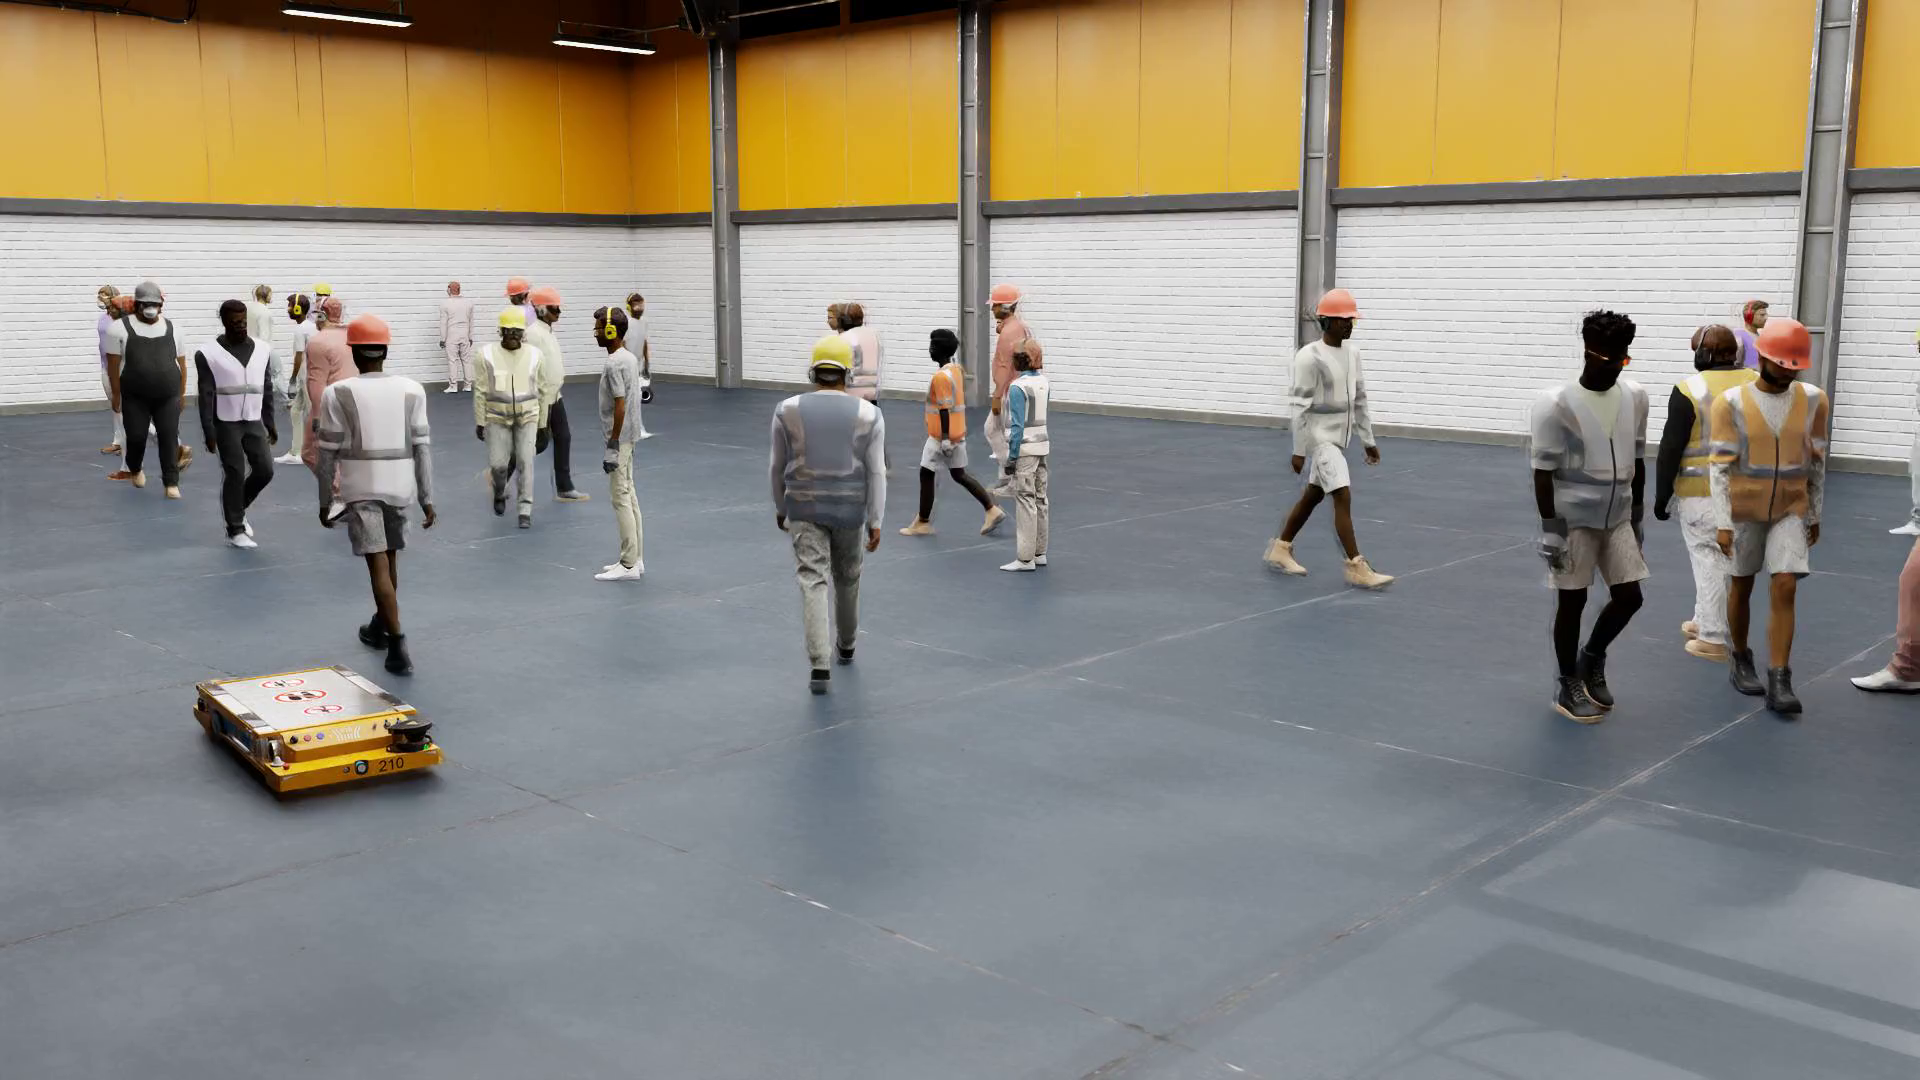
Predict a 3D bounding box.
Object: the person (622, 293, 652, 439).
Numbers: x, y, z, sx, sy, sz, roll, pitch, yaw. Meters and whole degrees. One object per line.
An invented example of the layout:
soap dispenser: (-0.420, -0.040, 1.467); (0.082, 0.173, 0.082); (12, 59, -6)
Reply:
person: (-4.047, -2.154, 20.726); (0.755, 1.817, 0.534); (4, 10, 22)

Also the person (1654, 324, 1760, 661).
person: (4.097, -0.276, 9.195); (0.647, 1.811, 0.770); (-2, 9, -11)

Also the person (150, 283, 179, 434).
person: (-10.246, -2.301, 21.223); (0.347, 1.942, 0.544); (-6, 11, -31)

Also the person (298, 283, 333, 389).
person: (-10.018, -3.067, 26.030); (0.596, 1.904, 0.681); (6, 11, 34)

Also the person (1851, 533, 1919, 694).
person: (4.777, -0.114, 7.998); (0.872, 1.872, 0.684); (2, 9, 11)

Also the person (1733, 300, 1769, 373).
person: (7.708, -1.395, 16.065); (0.907, 1.804, 0.594); (8, 12, 41)

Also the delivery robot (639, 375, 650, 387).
delivery robot: (-5.267, -2.469, 26.207); (0.707, 0.478, 0.477); (-5, 10, -27)

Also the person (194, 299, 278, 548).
person: (-5.507, -0.883, 12.673); (0.490, 1.895, 0.649); (6, 11, 32)

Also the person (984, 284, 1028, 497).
person: (0.387, -1.369, 15.394); (0.550, 1.974, 0.652); (1, 9, 6)

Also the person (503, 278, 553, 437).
person: (-5.306, -2.226, 20.578); (0.549, 2.015, 0.685); (3, 10, 19)

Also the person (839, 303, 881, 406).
person: (-1.058, -1.400, 16.212); (0.888, 1.809, 0.637); (5, 11, 29)

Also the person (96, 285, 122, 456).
person: (-9.595, -1.929, 18.947); (0.637, 1.938, 0.355); (7, 11, 35)

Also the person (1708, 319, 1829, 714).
person: (3.895, -0.115, 8.002); (0.565, 1.874, 0.893); (2, 9, 11)

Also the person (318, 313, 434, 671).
person: (-3.141, -0.268, 8.942); (0.562, 1.889, 0.986); (-7, 11, -35)

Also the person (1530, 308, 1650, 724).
person: (2.931, -0.097, 7.706); (0.642, 1.939, 0.452); (-2, 10, -14)

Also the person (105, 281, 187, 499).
person: (-7.524, -1.407, 15.441); (0.697, 2.000, 0.717); (-7, 12, -36)

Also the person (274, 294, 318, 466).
person: (-7.123, -1.698, 17.802); (0.767, 1.846, 0.555); (-1, 9, -8)

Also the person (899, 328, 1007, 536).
person: (-0.051, -0.842, 13.120); (0.814, 1.670, 0.534); (2, 10, 15)

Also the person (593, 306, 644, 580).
person: (-2.346, -0.655, 11.364); (0.315, 1.866, 0.534); (0, 9, 0)

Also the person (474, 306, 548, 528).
person: (-3.686, -1.011, 13.690); (0.603, 1.817, 0.516); (-3, 10, -20)

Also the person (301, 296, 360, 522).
person: (-5.216, -1.072, 13.822); (0.430, 1.894, 0.672); (3, 10, 16)

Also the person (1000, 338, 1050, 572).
person: (0.474, -0.593, 11.685); (0.307, 1.638, 0.512); (4, 10, 25)

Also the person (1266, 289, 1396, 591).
person: (2.490, -0.690, 11.203); (0.631, 1.992, 1.055); (-9, 13, -44)

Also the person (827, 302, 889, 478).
person: (-1.182, -1.491, 16.750); (0.987, 1.782, 0.522); (0, 9, 0)

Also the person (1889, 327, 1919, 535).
person: (7.752, -0.879, 13.165); (0.508, 1.731, 0.494); (5, 11, 28)

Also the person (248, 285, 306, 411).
person: (-10.277, -2.816, 24.570); (1.017, 1.893, 0.644); (-9, 13, -42)

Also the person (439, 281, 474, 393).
person: (-8.642, -3.471, 28.508); (0.409, 1.909, 0.642); (8, 12, 41)

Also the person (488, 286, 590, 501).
person: (-3.836, -1.308, 15.059); (0.806, 1.970, 0.621); (1, 9, 5)

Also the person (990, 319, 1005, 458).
person: (0.513, -1.730, 18.652); (0.274, 1.636, 0.507); (5, 10, 27)

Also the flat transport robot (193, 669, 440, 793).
flat transport robot: (-2.873, 0.796, 7.346); (0.652, 0.197, 1.431); (-7, 12, -37)

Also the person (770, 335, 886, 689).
person: (-0.682, -0.161, 8.607); (0.589, 1.785, 0.919); (-1, 9, -6)

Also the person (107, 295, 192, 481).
person: (-8.200, -1.518, 16.672); (0.696, 1.861, 0.590); (-1, 9, -7)
